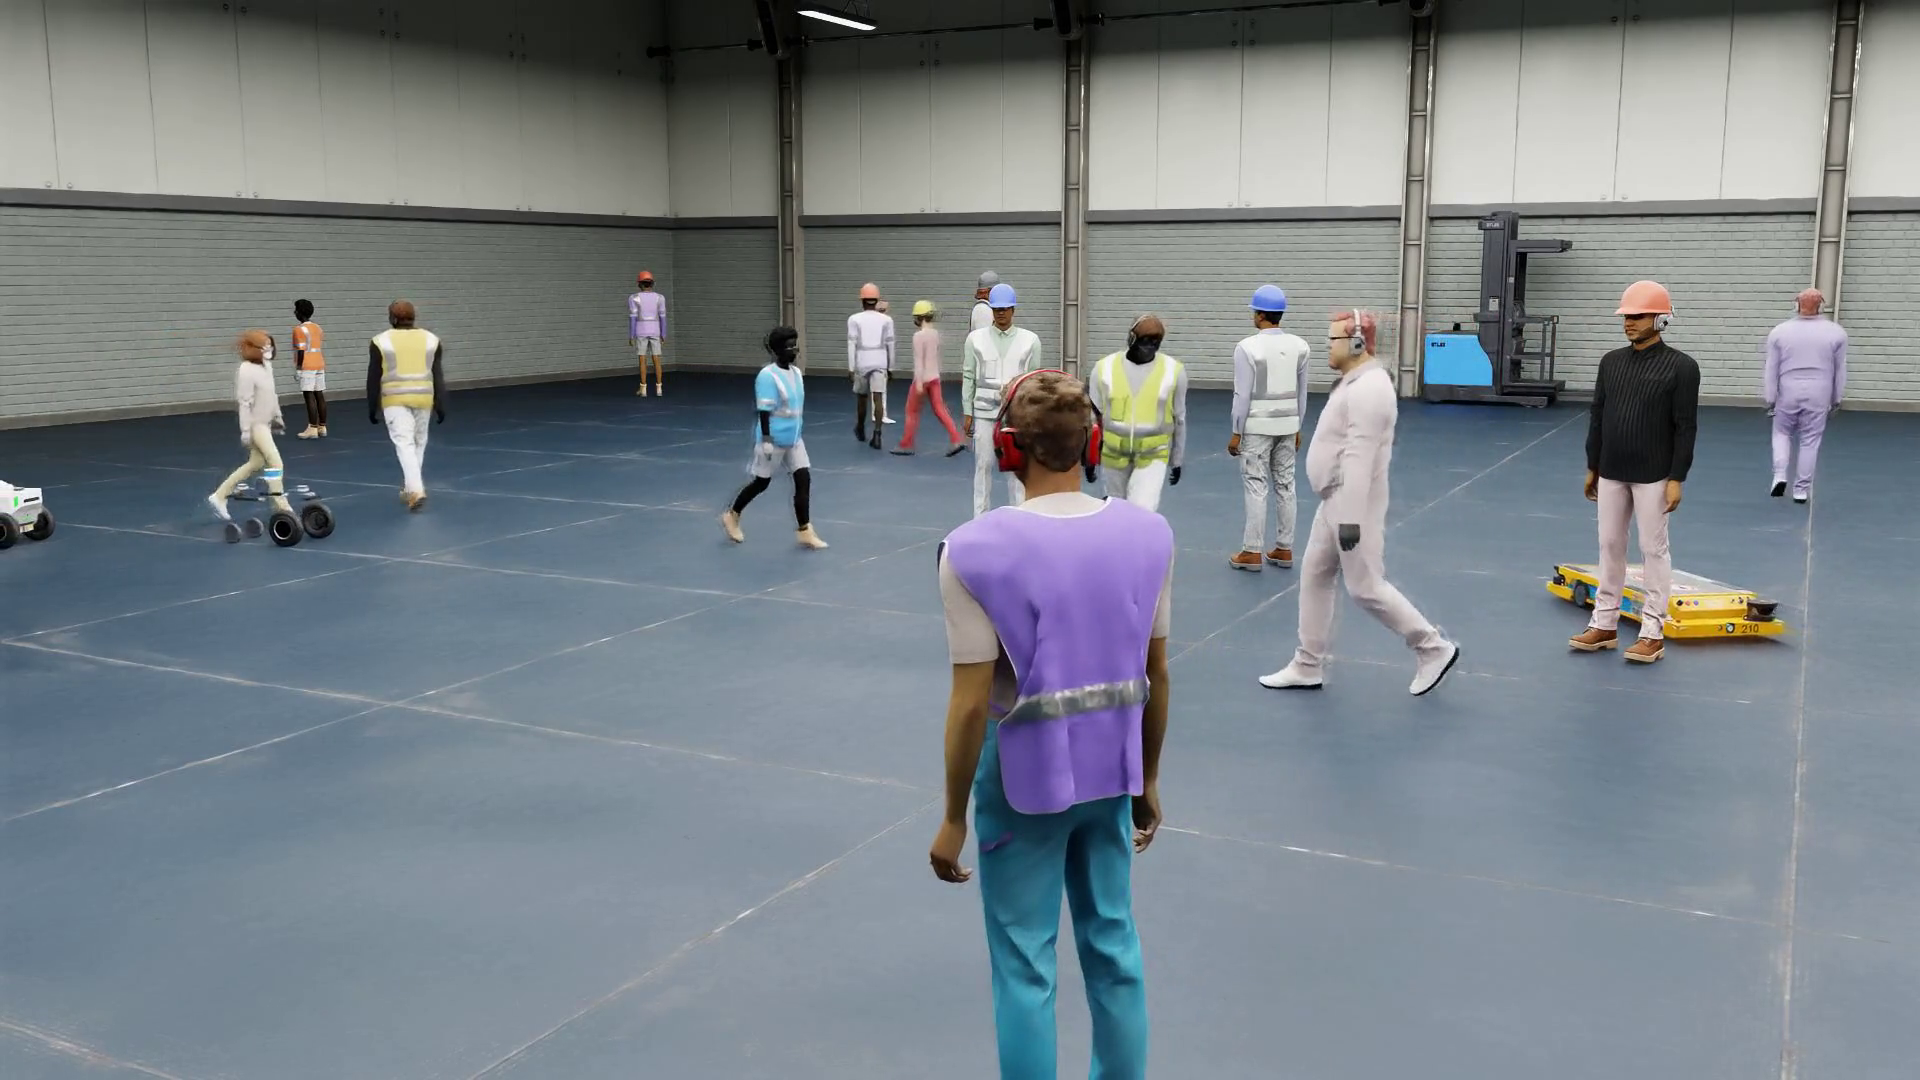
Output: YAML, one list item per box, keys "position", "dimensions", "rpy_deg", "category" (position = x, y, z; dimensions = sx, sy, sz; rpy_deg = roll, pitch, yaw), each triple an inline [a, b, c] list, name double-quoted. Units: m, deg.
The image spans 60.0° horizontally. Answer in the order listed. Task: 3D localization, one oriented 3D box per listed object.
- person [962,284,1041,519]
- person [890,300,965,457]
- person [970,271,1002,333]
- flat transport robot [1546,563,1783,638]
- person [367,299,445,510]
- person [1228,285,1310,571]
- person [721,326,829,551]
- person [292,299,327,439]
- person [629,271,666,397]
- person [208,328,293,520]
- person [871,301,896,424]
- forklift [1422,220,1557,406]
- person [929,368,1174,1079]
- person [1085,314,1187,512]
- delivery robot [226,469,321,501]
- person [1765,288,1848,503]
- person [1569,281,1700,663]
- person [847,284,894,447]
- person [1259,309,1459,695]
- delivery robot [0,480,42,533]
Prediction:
- position: [0.316, -0.968, 12.670]
  dimensions: [0.605, 1.949, 0.384]
  rpy_deg: [0, 9, 1]
  category: "person"
- position: [-0.338, -1.786, 18.405]
  dimensions: [0.894, 1.726, 0.538]
  rpy_deg: [6, 11, 31]
  category: "person"
- position: [0.379, -2.024, 19.032]
  dimensions: [0.539, 2.000, 0.689]
  rpy_deg: [0, 9, 0]
  category: "person"
- position: [4.165, 0.335, 9.925]
  dimensions: [0.652, 0.197, 1.431]
  rpy_deg: [-2, 9, -9]
  category: "flat transport robot"
- position: [-4.795, -1.182, 14.452]
  dimensions: [0.634, 1.811, 0.932]
  rpy_deg: [-7, 11, -35]
  category: "person"
- position: [2.121, -0.772, 11.455]
  dimensions: [0.612, 1.950, 0.377]
  rpy_deg: [-5, 10, -27]
  category: "person"
- position: [-1.409, -0.764, 12.320]
  dimensions: [0.851, 1.657, 0.529]
  rpy_deg: [5, 10, 27]
  category: "person"
- position: [-7.998, -2.100, 20.426]
  dimensions: [0.321, 1.697, 0.530]
  rpy_deg: [1, 9, 8]
  category: "person"
- position: [-5.127, -3.376, 27.238]
  dimensions: [0.616, 2.039, 0.386]
  rpy_deg: [-5, 10, -26]
  category: "person"
- position: [-5.708, -0.907, 13.373]
  dimensions: [0.746, 1.592, 0.577]
  rpy_deg: [-1, 9, -6]
  category: "person"
- position: [-1.060, -2.390, 22.384]
  dimensions: [0.307, 1.643, 0.514]
  rpy_deg: [-3, 10, -16]
  category: "person"
- position: [8.245, -3.527, 25.720]
  dimensions: [1.873, 2.768, 1.129]
  rpy_deg: [5, 10, 27]
  category: "forklift"
- position: [0.214, 0.555, 3.601]
  dimensions: [0.570, 1.840, 0.375]
  rpy_deg: [-5, 11, -29]
  category: "person"
- position: [1.114, -0.539, 10.536]
  dimensions: [0.629, 1.791, 0.968]
  rpy_deg: [2, 10, 15]
  category: "person"
- position: [-5.235, -0.427, 12.662]
  dimensions: [0.698, 0.223, 0.335]
  rpy_deg: [2, 9, 12]
  category: "delivery robot"
- position: [7.498, -1.279, 14.762]
  dimensions: [0.645, 1.892, 0.443]
  rpy_deg: [5, 10, 27]
  category: "person"
- position: [3.579, -0.366, 8.815]
  dimensions: [0.375, 1.995, 0.610]
  rpy_deg: [-6, 11, -33]
  category: "person"
- position: [-1.058, -2.062, 19.598]
  dimensions: [0.568, 1.882, 1.013]
  rpy_deg: [-2, 9, -12]
  category: "person"
- position: [1.949, -0.170, 8.000]
  dimensions: [0.877, 1.879, 0.651]
  rpy_deg: [1, 9, 6]
  category: "person"
- position: [-7.335, -0.279, 12.553]
  dimensions: [0.707, 0.478, 0.477]
  rpy_deg: [1, 9, 6]
  category: "delivery robot"
